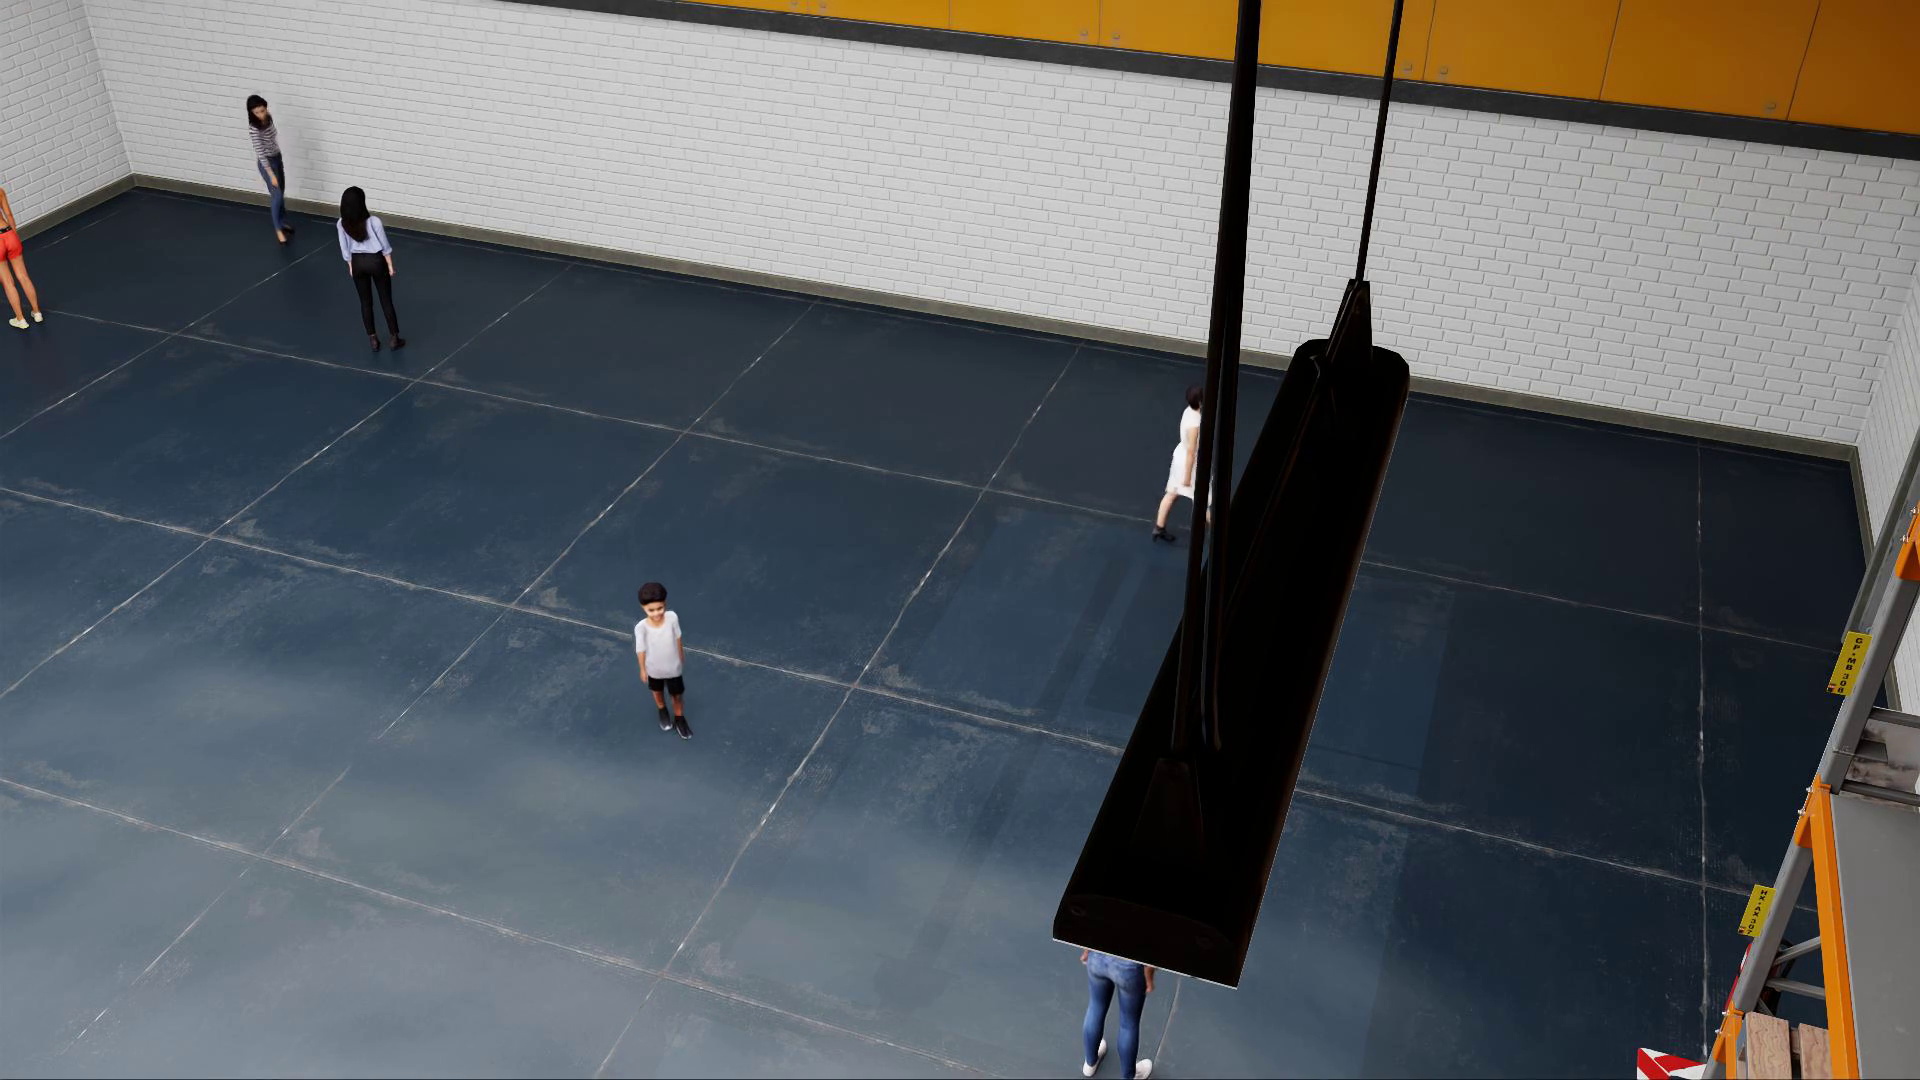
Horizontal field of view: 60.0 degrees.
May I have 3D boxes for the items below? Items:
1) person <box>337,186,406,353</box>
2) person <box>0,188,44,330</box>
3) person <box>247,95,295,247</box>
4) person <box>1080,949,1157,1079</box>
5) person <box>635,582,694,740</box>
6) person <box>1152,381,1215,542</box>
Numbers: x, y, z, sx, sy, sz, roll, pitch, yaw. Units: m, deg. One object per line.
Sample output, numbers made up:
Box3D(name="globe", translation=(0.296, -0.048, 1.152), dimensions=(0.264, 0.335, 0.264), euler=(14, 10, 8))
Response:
Box3D(name="person", translation=(-5.926, -2.717, 16.689), dimensions=(0.723, 1.744, 0.701), euler=(-2, 34, -4))
Box3D(name="person", translation=(-9.885, -3.051, 17.148), dimensions=(0.709, 1.792, 0.593), euler=(23, 40, 31))
Box3D(name="person", translation=(-7.854, -4.259, 18.979), dimensions=(0.819, 1.777, 0.584), euler=(-6, 34, -9))
Box3D(name="person", translation=(0.857, 2.340, 9.100), dimensions=(0.653, 1.723, 0.596), euler=(20, 38, 27))
Box3D(name="person", translation=(-2.143, 0.802, 11.845), dimensions=(0.672, 1.247, 0.735), euler=(-13, 36, -19))
Box3D(name="person", translation=(1.816, -0.600, 13.707), dimensions=(0.845, 1.519, 0.970), euler=(-2, 34, -2))
